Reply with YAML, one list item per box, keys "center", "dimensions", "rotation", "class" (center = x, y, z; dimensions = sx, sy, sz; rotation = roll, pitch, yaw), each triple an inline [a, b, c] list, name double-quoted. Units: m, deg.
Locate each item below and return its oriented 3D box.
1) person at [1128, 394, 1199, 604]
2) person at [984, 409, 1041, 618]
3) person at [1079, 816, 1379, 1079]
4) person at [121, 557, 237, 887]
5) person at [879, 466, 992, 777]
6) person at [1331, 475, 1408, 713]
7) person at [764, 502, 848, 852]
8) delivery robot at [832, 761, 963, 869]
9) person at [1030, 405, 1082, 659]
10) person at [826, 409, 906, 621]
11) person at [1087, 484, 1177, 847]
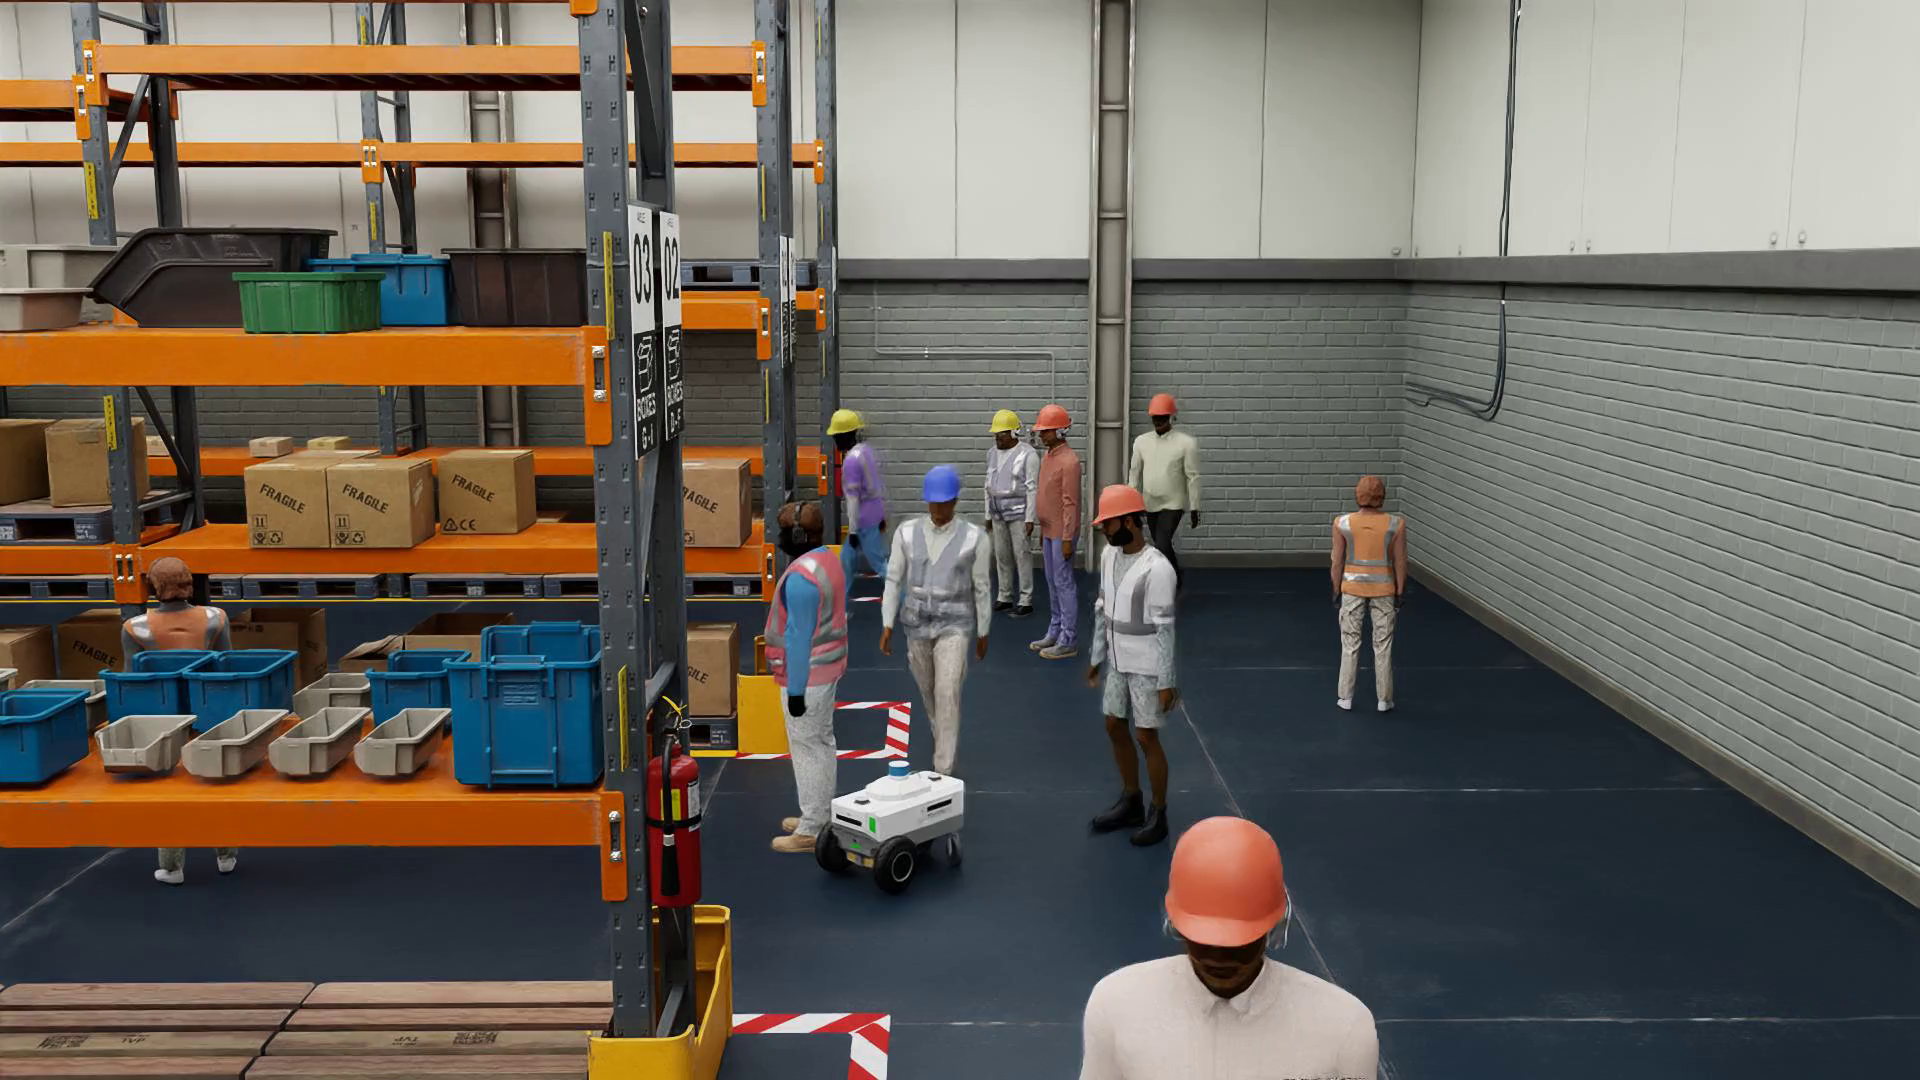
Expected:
- center: [1.794, -0.328, 14.740]
  dimensions: [0.646, 1.949, 1.039]
  rotation: [7, 11, 35]
  class: "person"
- center: [0.433, -0.233, 14.548]
  dimensions: [0.597, 1.820, 0.404]
  rotation: [9, 13, 44]
  class: "person"
- center: [0.524, 1.504, 3.396]
  dimensions: [0.629, 1.978, 0.413]
  rotation: [2, 10, 13]
  class: "person"
- center: [-3.829, 0.889, 8.207]
  dimensions: [0.510, 1.639, 0.308]
  rotation: [-7, 12, -37]
  class: "person"
- center: [-0.132, 0.505, 9.837]
  dimensions: [0.619, 1.908, 0.973]
  rotation: [3, 10, 16]
  class: "person"
- center: [2.789, 0.374, 11.366]
  dimensions: [0.511, 1.638, 0.307]
  rotation: [2, 10, 14]
  class: "person"
- center: [-0.811, 0.710, 8.723]
  dimensions: [0.429, 1.836, 0.623]
  rotation: [2, 9, 10]
  class: "person"
- center: [-0.306, 1.355, 8.371]
  dimensions: [0.477, 0.478, 0.707]
  rotation: [8, 12, 42]
  class: "delivery robot"
- center: [0.750, -0.070, 13.031]
  dimensions: [0.405, 1.986, 0.612]
  rotation: [-3, 10, -15]
  class: "person"
- center: [-0.775, -0.200, 14.227]
  dimensions: [0.937, 1.866, 0.631]
  rotation: [0, 9, 1]
  class: "person"
- center: [0.905, 0.656, 8.789]
  dimensions: [0.421, 1.915, 0.626]
  rotation: [-5, 11, -29]
  class: "person"
